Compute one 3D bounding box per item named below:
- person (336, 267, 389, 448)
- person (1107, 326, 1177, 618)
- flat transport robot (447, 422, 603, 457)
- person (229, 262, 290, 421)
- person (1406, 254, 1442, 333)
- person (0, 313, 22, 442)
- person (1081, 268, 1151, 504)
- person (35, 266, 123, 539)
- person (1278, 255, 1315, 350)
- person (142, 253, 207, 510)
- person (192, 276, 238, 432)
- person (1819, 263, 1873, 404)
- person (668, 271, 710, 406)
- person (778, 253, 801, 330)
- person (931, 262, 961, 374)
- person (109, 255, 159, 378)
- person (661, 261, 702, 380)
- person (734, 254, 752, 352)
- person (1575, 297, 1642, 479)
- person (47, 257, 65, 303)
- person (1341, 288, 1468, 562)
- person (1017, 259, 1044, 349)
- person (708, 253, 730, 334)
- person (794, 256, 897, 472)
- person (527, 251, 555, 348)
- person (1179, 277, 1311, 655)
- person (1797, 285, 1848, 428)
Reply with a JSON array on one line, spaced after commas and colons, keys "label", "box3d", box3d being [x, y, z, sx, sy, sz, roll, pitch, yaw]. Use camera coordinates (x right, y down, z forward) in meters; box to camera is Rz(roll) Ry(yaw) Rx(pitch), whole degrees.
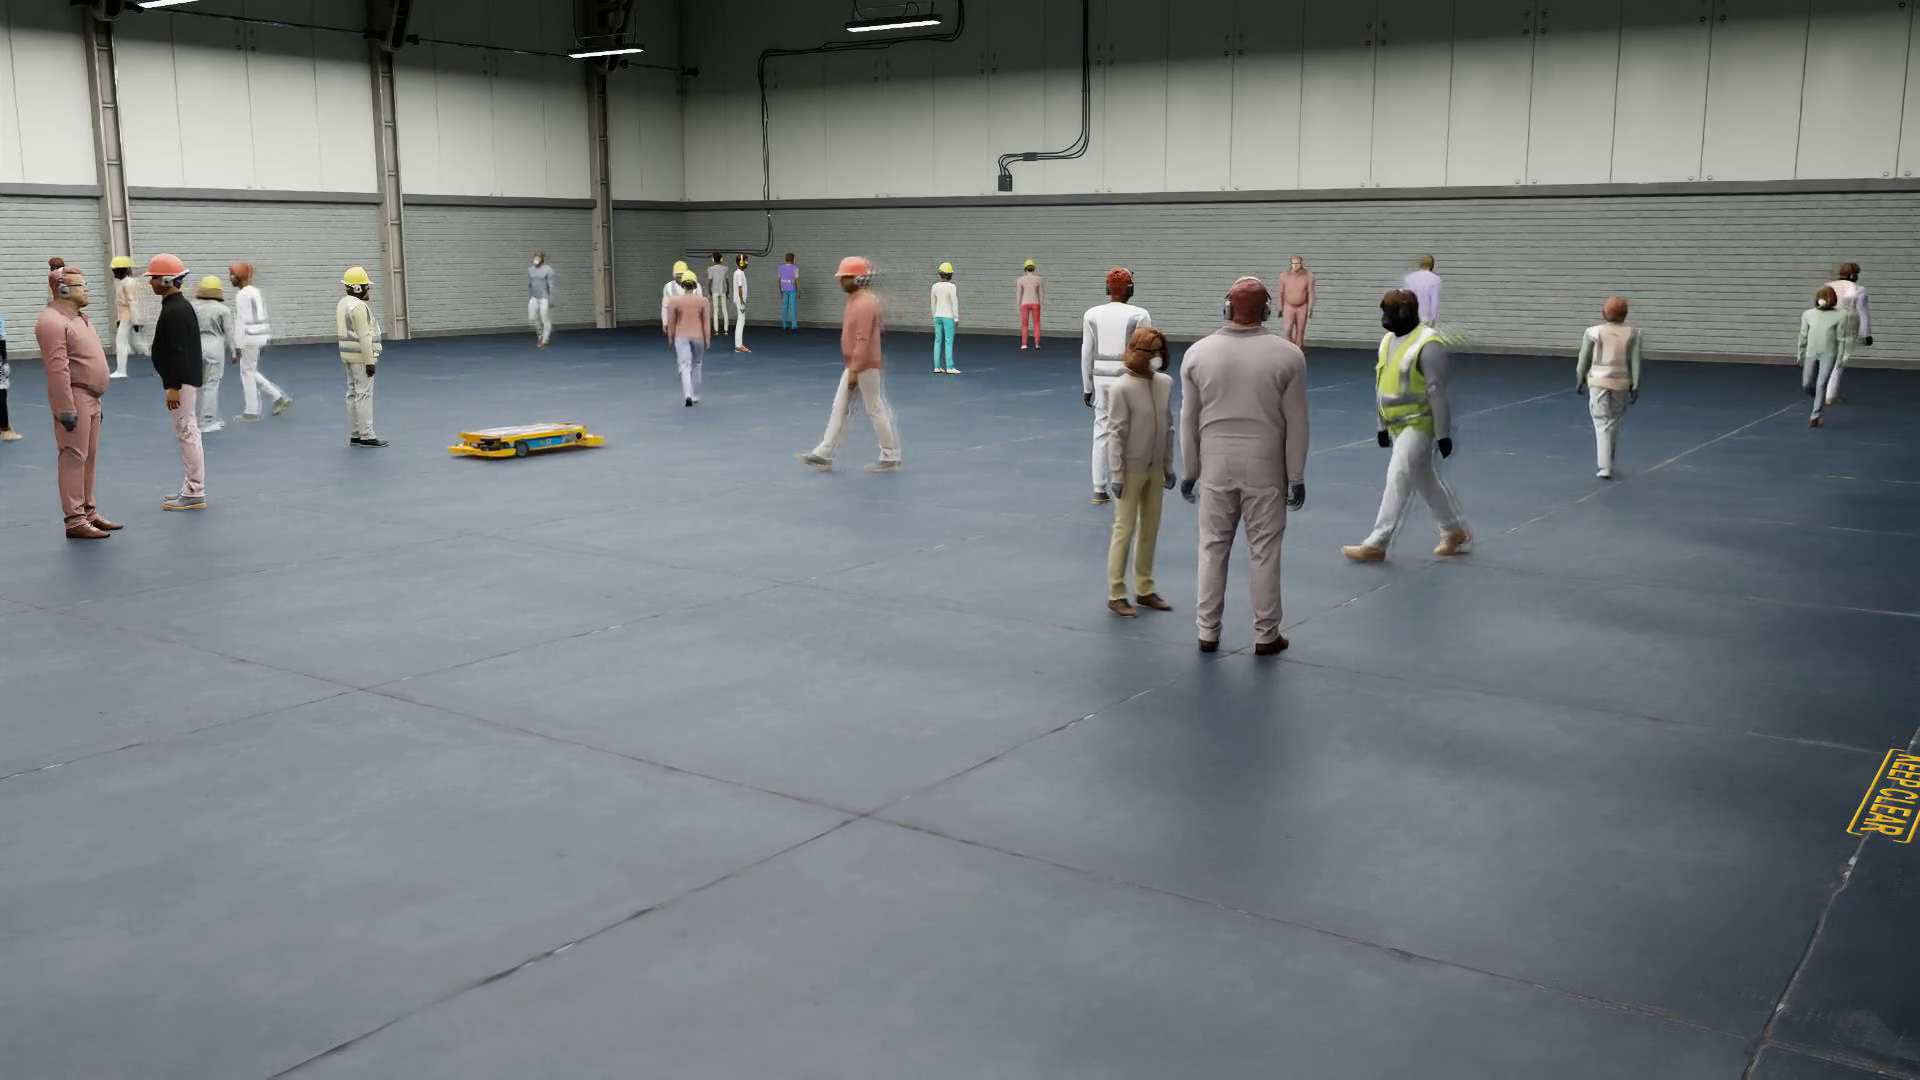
[{"label": "person", "box3d": [-6.101, -1.853, 16.950, 0.404, 1.833, 0.589, -8, 13, -39]}, {"label": "person", "box3d": [1.012, -0.380, 9.295, 0.506, 1.622, 0.290, -9, 14, -42]}, {"label": "flat transport robot", "box3d": [-4.327, -1.009, 16.598, 0.652, 0.197, 1.431, 7, 12, 35]}, {"label": "person", "box3d": [-8.257, -2.308, 19.444, 0.495, 1.866, 0.589, -2, 10, -9]}, {"label": "person", "box3d": [7.319, -3.520, 26.124, 0.639, 1.890, 1.003, 10, 14, 43]}, {"label": "person", "box3d": [-10.171, -1.848, 17.347, 0.558, 1.702, 0.416, 1, 10, 8]}, {"label": "person", "box3d": [1.250, -1.210, 13.206, 0.584, 1.882, 0.337, 5, 11, 25]}, {"label": "person", "box3d": [-6.238, -0.971, 11.792, 0.409, 1.913, 0.642, -2, 10, -12]}, {"label": "person", "box3d": [5.987, -4.125, 29.610, 0.647, 1.863, 0.877, 2, 10, 11]}, {"label": "person", "box3d": [-6.136, -1.236, 13.041, 0.382, 1.995, 0.612, -4, 11, -21]}, {"label": "person", "box3d": [-8.296, -2.076, 18.535, 0.486, 1.714, 0.736, 2, 10, 9]}, {"label": "person", "box3d": [11.507, -2.672, 21.588, 0.696, 1.822, 0.640, -3, 11, -19]}, {"label": "person", "box3d": [-3.476, -2.596, 21.396, 0.530, 1.732, 0.873, -2, 10, -12]}, {"label": "person", "box3d": [-4.101, -5.967, 39.954, 0.570, 1.843, 0.373, 5, 11, 27]}, {"label": "person", "box3d": [-0.228, -3.538, 26.572, 0.524, 1.770, 0.315, 9, 13, 40]}, {"label": "person", "box3d": [-12.866, -3.473, 25.862, 0.845, 1.898, 0.590, -6, 12, -29]}, {"label": "person", "box3d": [-4.210, -3.315, 25.221, 0.630, 1.800, 0.753, 0, 10, 1]}, {"label": "person", "box3d": [-4.178, -4.535, 31.881, 0.312, 1.865, 0.537, -2, 10, -11]}, {"label": "person", "box3d": [5.798, -1.366, 14.900, 0.514, 1.591, 0.847, 1, 10, 6]}, {"label": "person", "box3d": [-15.110, -3.827, 27.995, 0.430, 1.841, 0.624, -1, 10, -8]}, {"label": "person", "box3d": [3.004, -0.746, 10.901, 0.971, 1.792, 0.665, -2, 10, -12]}, {"label": "person", "box3d": [1.379, -4.616, 32.617, 0.531, 1.768, 0.321, 0, 10, -2]}, {"label": "person", "box3d": [-5.513, -5.626, 38.003, 0.518, 1.865, 0.330, -3, 11, -19]}, {"label": "person", "box3d": [-1.019, -1.566, 15.017, 0.996, 1.944, 0.647, -4, 11, -19]}, {"label": "person", "box3d": [-8.332, -4.769, 33.019, 0.657, 1.925, 0.438, 4, 11, 23]}, {"label": "person", "box3d": [1.431, -0.358, 8.412, 0.671, 1.914, 0.436, 4, 11, 21]}, {"label": "person", "box3d": [9.780, -2.085, 18.862, 0.585, 1.614, 0.503, -9, 14, -42]}]
